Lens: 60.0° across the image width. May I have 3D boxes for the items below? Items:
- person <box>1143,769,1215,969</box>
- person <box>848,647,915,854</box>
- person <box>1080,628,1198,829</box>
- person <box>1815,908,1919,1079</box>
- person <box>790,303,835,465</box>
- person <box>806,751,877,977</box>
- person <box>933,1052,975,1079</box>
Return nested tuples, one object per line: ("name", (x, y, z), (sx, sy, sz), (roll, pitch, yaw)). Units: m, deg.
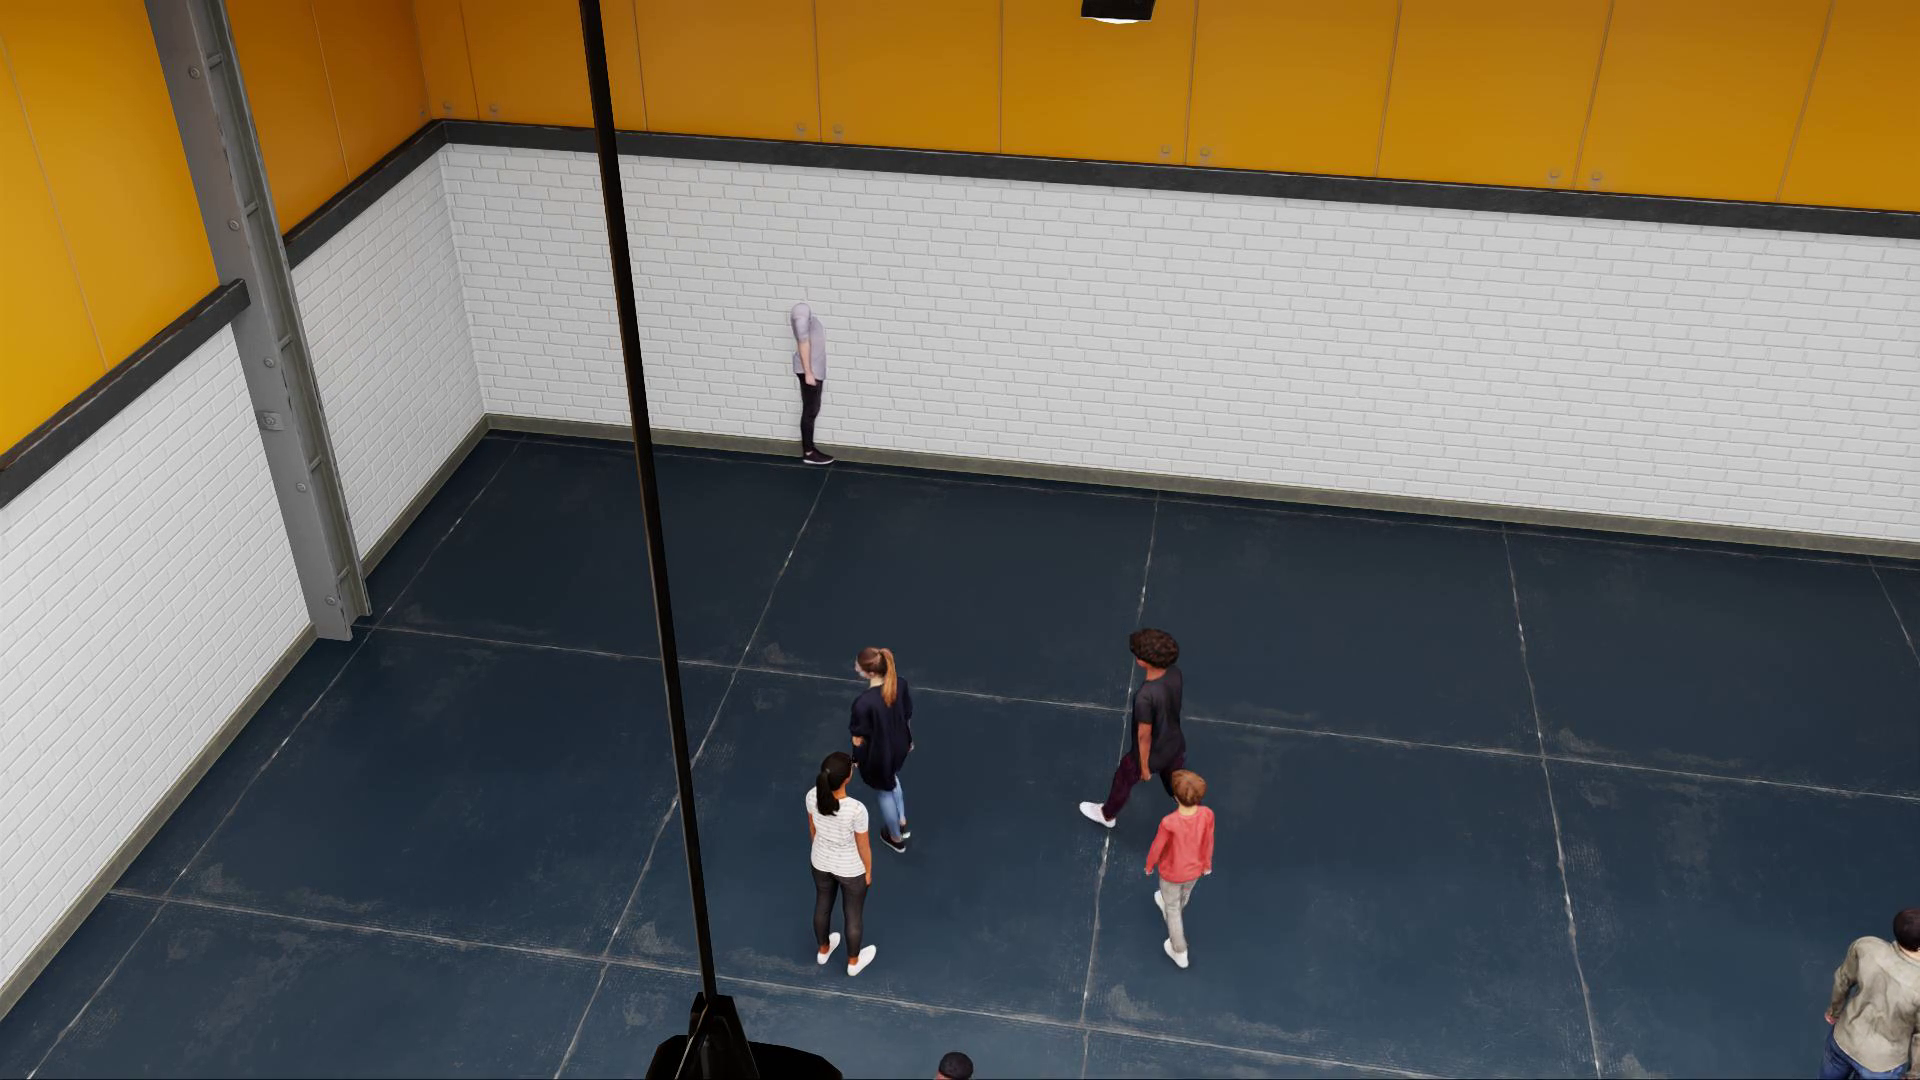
("person", (1.357, 2.003, 10.030), (0.771, 1.397, 0.899), (-11, 35, -17))
("person", (-0.440, 1.408, 10.676), (0.790, 1.673, 0.851), (-23, 40, -31))
("person", (1.336, 1.349, 10.711), (1.056, 1.734, 1.157), (24, 41, 32))
("person", (4.725, 2.629, 8.666), (0.841, 1.867, 0.757), (-18, 38, -25))
("person", (-1.358, -1.583, 15.032), (0.762, 1.834, 0.568), (1, 34, 2))
("person", (-0.721, 1.926, 9.925), (0.610, 1.643, 0.590), (15, 36, 21))
("person", (0.033, 3.069, 8.566), (0.662, 1.243, 0.609), (-24, 40, -31))
